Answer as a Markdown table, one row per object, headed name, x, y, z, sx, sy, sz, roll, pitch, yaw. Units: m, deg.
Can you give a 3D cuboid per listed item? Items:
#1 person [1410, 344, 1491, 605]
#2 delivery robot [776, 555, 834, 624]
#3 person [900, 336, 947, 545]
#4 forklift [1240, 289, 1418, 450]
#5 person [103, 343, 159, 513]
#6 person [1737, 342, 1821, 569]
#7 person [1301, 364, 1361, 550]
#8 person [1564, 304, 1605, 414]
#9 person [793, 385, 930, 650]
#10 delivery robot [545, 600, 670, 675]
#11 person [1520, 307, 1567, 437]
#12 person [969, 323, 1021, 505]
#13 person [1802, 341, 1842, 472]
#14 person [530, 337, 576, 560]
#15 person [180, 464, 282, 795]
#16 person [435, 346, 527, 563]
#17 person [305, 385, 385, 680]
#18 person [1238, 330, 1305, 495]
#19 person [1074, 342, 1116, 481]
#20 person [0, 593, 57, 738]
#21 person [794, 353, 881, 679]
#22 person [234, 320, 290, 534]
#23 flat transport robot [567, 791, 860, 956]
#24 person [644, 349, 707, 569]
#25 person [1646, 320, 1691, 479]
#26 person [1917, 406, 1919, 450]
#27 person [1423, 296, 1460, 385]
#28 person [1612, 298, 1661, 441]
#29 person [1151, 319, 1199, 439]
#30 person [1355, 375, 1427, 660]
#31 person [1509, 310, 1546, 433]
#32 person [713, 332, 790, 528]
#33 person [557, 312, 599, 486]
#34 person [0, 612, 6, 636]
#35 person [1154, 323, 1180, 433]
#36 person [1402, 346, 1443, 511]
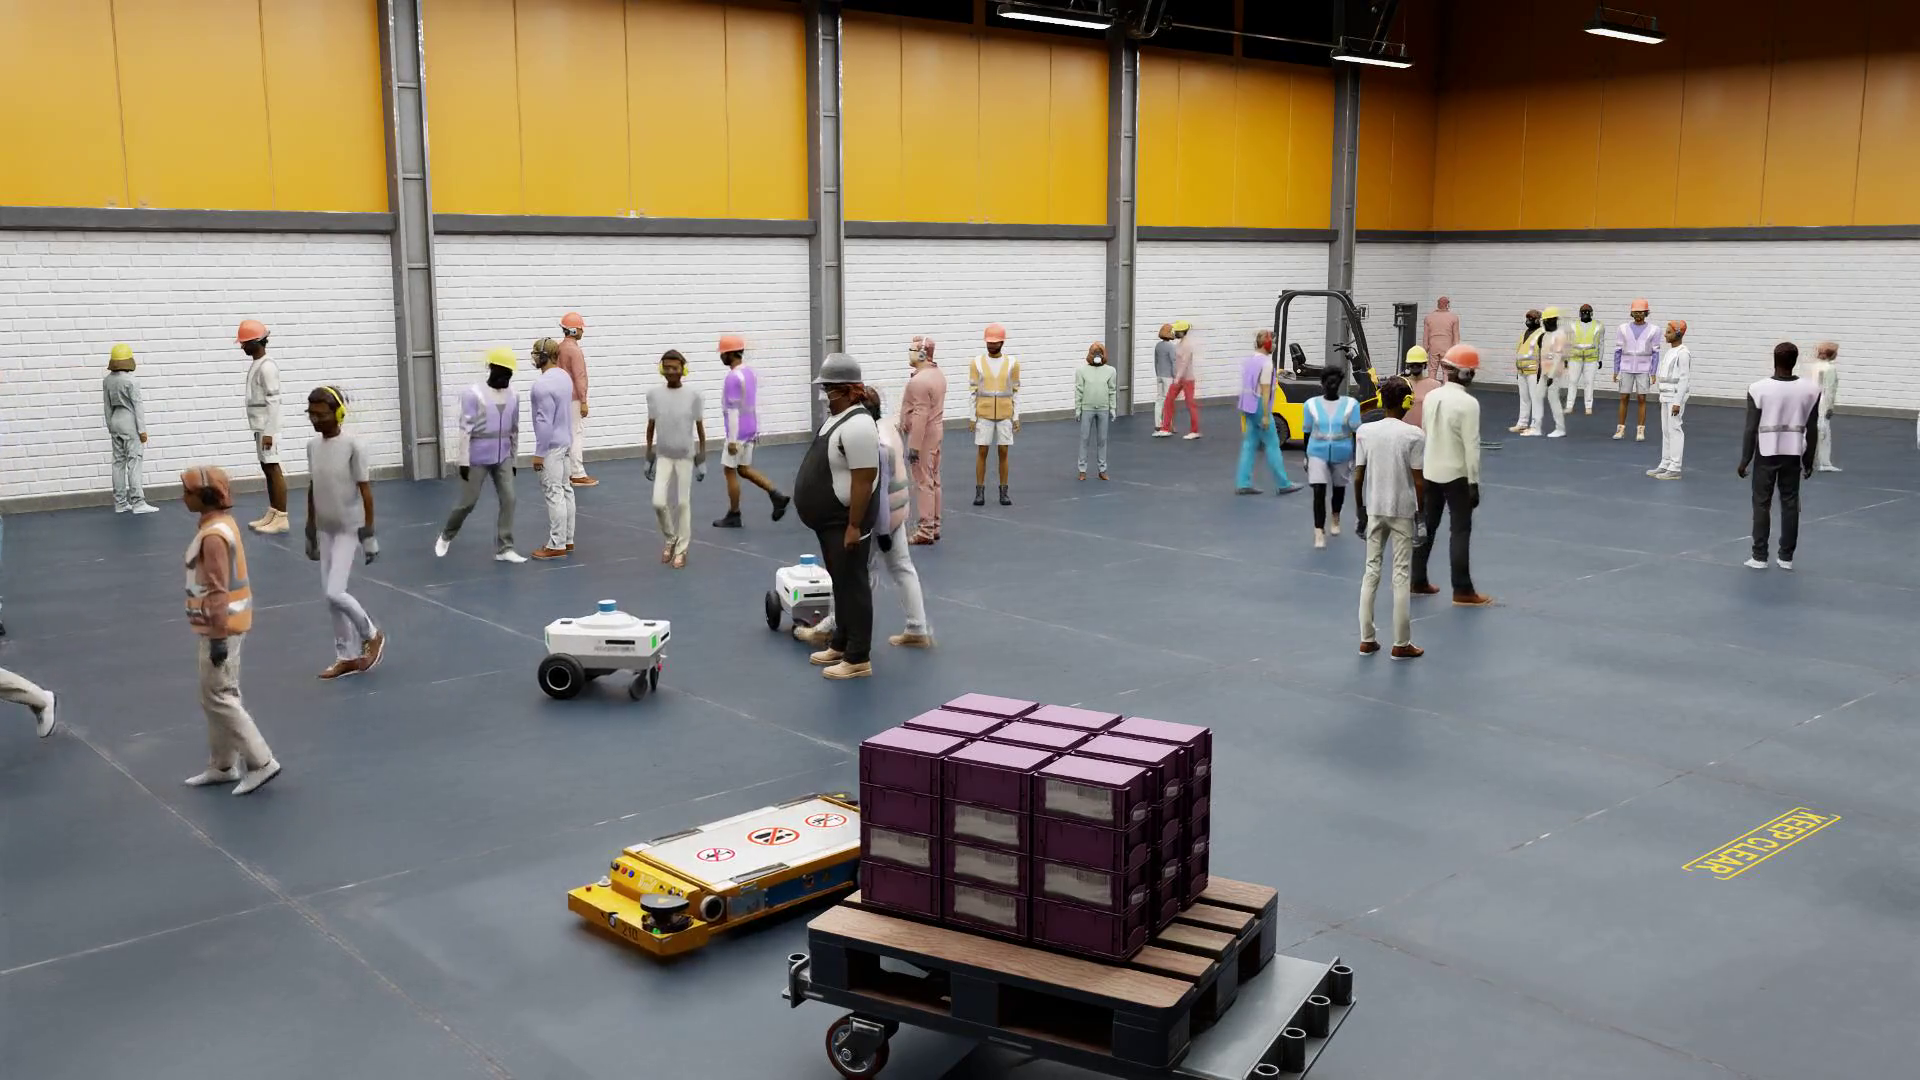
| name | x | y | z | sx | sy | sz | roll | pitch | yaw |
| --- | --- | --- | --- | --- | --- | --- | --- | --- | --- |
| person | 3.744 | -0.506 | 12.675 | 0.395 | 1.991 | 0.619 | -4 | 11 | -23 |
| delivery robot | -1.061 | 0.346 | 11.585 | 0.477 | 0.478 | 0.707 | -3 | 10 | -16 |
| person | -0.352 | -0.912 | 15.260 | 0.407 | 1.912 | 0.643 | 2 | 10 | 13 |
| forklift | 5.034 | -2.339 | 22.783 | 2.313 | 2.155 | 1.214 | 3 | 10 | 16 |
| person | -8.550 | -1.144 | 17.101 | 0.493 | 1.744 | 0.297 | 4 | 11 | 23 |
| person | 6.901 | -0.695 | 14.044 | 0.612 | 1.932 | 0.472 | 1 | 10 | 6 |
| person | 3.391 | -0.785 | 15.225 | 0.537 | 1.670 | 0.784 | 2 | 10 | 10 |
| person | 10.410 | -3.014 | 27.769 | 0.633 | 1.841 | 0.429 | 4 | 10 | 21 |
| person | -0.633 | -0.138 | 11.085 | 0.905 | 1.789 | 0.668 | 2 | 10 | 11 |
| delivery robot | -2.123 | 0.607 | 10.058 | 0.707 | 0.478 | 0.477 | 1 | 10 | 5 |
| person | 8.571 | -2.426 | 24.184 | 0.630 | 1.891 | 0.638 | -1 | 10 | -7 |
| person | 0.370 | -1.324 | 17.600 | 0.548 | 1.934 | 0.375 | 0 | 10 | -2 |
| person | 10.431 | -1.618 | 20.273 | 0.707 | 1.616 | 0.524 | 1 | 10 | 6 |
| person | -3.563 | -0.796 | 14.499 | 0.372 | 1.940 | 0.631 | 1 | 10 | 5 |
| person | -3.639 | 0.440 | 8.166 | 0.385 | 1.639 | 0.520 | -3 | 10 | -19 |
| person | -4.131 | -0.738 | 14.342 | 0.798 | 1.879 | 0.616 | 7 | 12 | 36 |
| person | -3.874 | -0.037 | 10.310 | 0.564 | 1.849 | 0.404 | 5 | 11 | 29 |
| person | 3.422 | -1.397 | 18.349 | 0.763 | 1.816 | 0.596 | -2 | 10 | -14 |
| person | 1.592 | -1.512 | 19.581 | 0.497 | 1.633 | 0.288 | -1 | 10 | -6 |
| person | -5.123 | 0.355 | 8.676 | 0.524 | 1.619 | 0.588 | 5 | 11 | 26 |
| person | -0.772 | -0.158 | 10.466 | 0.539 | 2.000 | 0.688 | -3 | 10 | -15 |
| person | -6.647 | -1.073 | 15.840 | 0.392 | 2.035 | 0.605 | -6 | 11 | -31 |
| flat transport robot | -0.830 | 1.338 | 6.881 | 1.431 | 0.197 | 0.652 | -9 | 13 | -44 |
| person | -2.412 | -0.680 | 14.045 | 0.548 | 1.859 | 0.385 | 0 | 10 | 1 |
| person | 8.432 | -1.657 | 19.705 | 0.356 | 1.883 | 0.574 | 1 | 10 | 4 |
| person | 9.875 | -1.014 | 16.668 | 0.516 | 1.626 | 0.299 | 7 | 12 | 36 |
| person | 8.768 | -3.477 | 30.292 | 0.652 | 1.906 | 0.403 | 5 | 11 | 28 |
| person | 9.648 | -2.429 | 23.752 | 0.608 | 2.044 | 0.371 | 5 | 11 | 29 |
| person | 3.108 | -2.297 | 23.882 | 0.808 | 1.723 | 0.522 | -3 | 10 | -19 |
| person | 2.834 | -0.145 | 10.921 | 0.509 | 1.861 | 0.329 | 8 | 12 | 38 |
| person | 8.489 | -2.502 | 24.762 | 0.429 | 1.846 | 0.625 | -3 | 10 | -17 |
| person | -2.058 | -1.048 | 16.046 | 0.683 | 1.915 | 0.543 | 2 | 10 | 14 |
| person | -4.445 | -1.620 | 19.155 | 0.382 | 1.993 | 0.622 | -7 | 12 | -37 |
| person | -7.020 | -0.237 | 11.322 | 0.852 | 1.902 | 0.568 | -3 | 10 | -16 |
| person | 3.086 | -2.408 | 24.822 | 0.286 | 1.636 | 0.499 | -5 | 11 | -29 |
| person | 4.452 | -1.019 | 16.310 | 0.526 | 1.768 | 0.331 | 3 | 10 | 15 |
